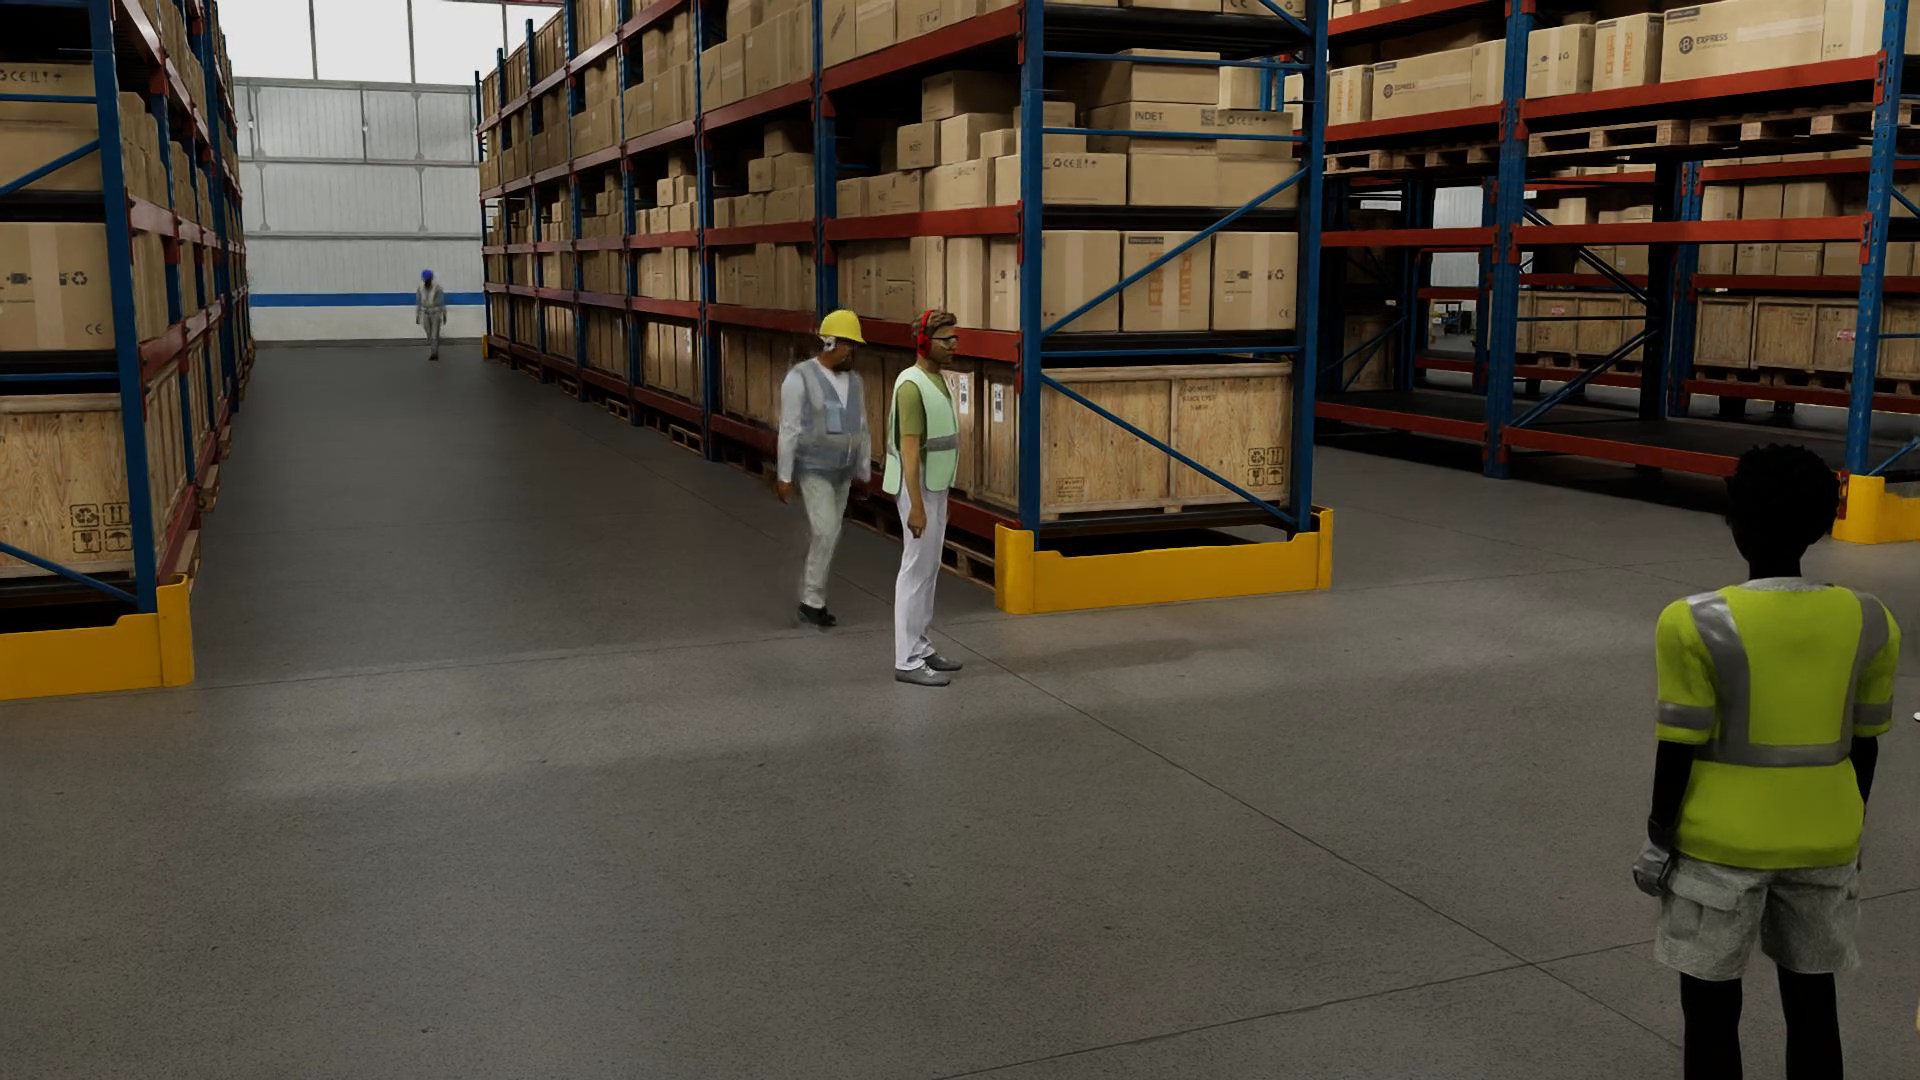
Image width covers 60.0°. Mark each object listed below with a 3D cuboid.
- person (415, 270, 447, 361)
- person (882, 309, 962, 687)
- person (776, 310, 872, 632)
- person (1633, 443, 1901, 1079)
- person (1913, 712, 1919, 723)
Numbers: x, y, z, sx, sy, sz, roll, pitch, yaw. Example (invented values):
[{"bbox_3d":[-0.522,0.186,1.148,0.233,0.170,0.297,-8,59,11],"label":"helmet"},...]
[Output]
[{"bbox_3d":[-11.179,-4.716,35.009,0.617,1.911,0.889,1,10,8],"label":"person"},{"bbox_3d":[-0.186,-0.215,8.242,0.375,1.844,0.567,2,10,12],"label":"person"},{"bbox_3d":[-0.723,-0.385,9.379,0.537,1.804,0.618,8,12,40],"label":"person"},{"bbox_3d":[1.699,0.643,3.549,0.537,1.695,0.321,-1,10,-6],"label":"person"},{"bbox_3d":[4.562,-0.094,7.376,0.647,1.900,0.400,-7,12,-35],"label":"person"}]
